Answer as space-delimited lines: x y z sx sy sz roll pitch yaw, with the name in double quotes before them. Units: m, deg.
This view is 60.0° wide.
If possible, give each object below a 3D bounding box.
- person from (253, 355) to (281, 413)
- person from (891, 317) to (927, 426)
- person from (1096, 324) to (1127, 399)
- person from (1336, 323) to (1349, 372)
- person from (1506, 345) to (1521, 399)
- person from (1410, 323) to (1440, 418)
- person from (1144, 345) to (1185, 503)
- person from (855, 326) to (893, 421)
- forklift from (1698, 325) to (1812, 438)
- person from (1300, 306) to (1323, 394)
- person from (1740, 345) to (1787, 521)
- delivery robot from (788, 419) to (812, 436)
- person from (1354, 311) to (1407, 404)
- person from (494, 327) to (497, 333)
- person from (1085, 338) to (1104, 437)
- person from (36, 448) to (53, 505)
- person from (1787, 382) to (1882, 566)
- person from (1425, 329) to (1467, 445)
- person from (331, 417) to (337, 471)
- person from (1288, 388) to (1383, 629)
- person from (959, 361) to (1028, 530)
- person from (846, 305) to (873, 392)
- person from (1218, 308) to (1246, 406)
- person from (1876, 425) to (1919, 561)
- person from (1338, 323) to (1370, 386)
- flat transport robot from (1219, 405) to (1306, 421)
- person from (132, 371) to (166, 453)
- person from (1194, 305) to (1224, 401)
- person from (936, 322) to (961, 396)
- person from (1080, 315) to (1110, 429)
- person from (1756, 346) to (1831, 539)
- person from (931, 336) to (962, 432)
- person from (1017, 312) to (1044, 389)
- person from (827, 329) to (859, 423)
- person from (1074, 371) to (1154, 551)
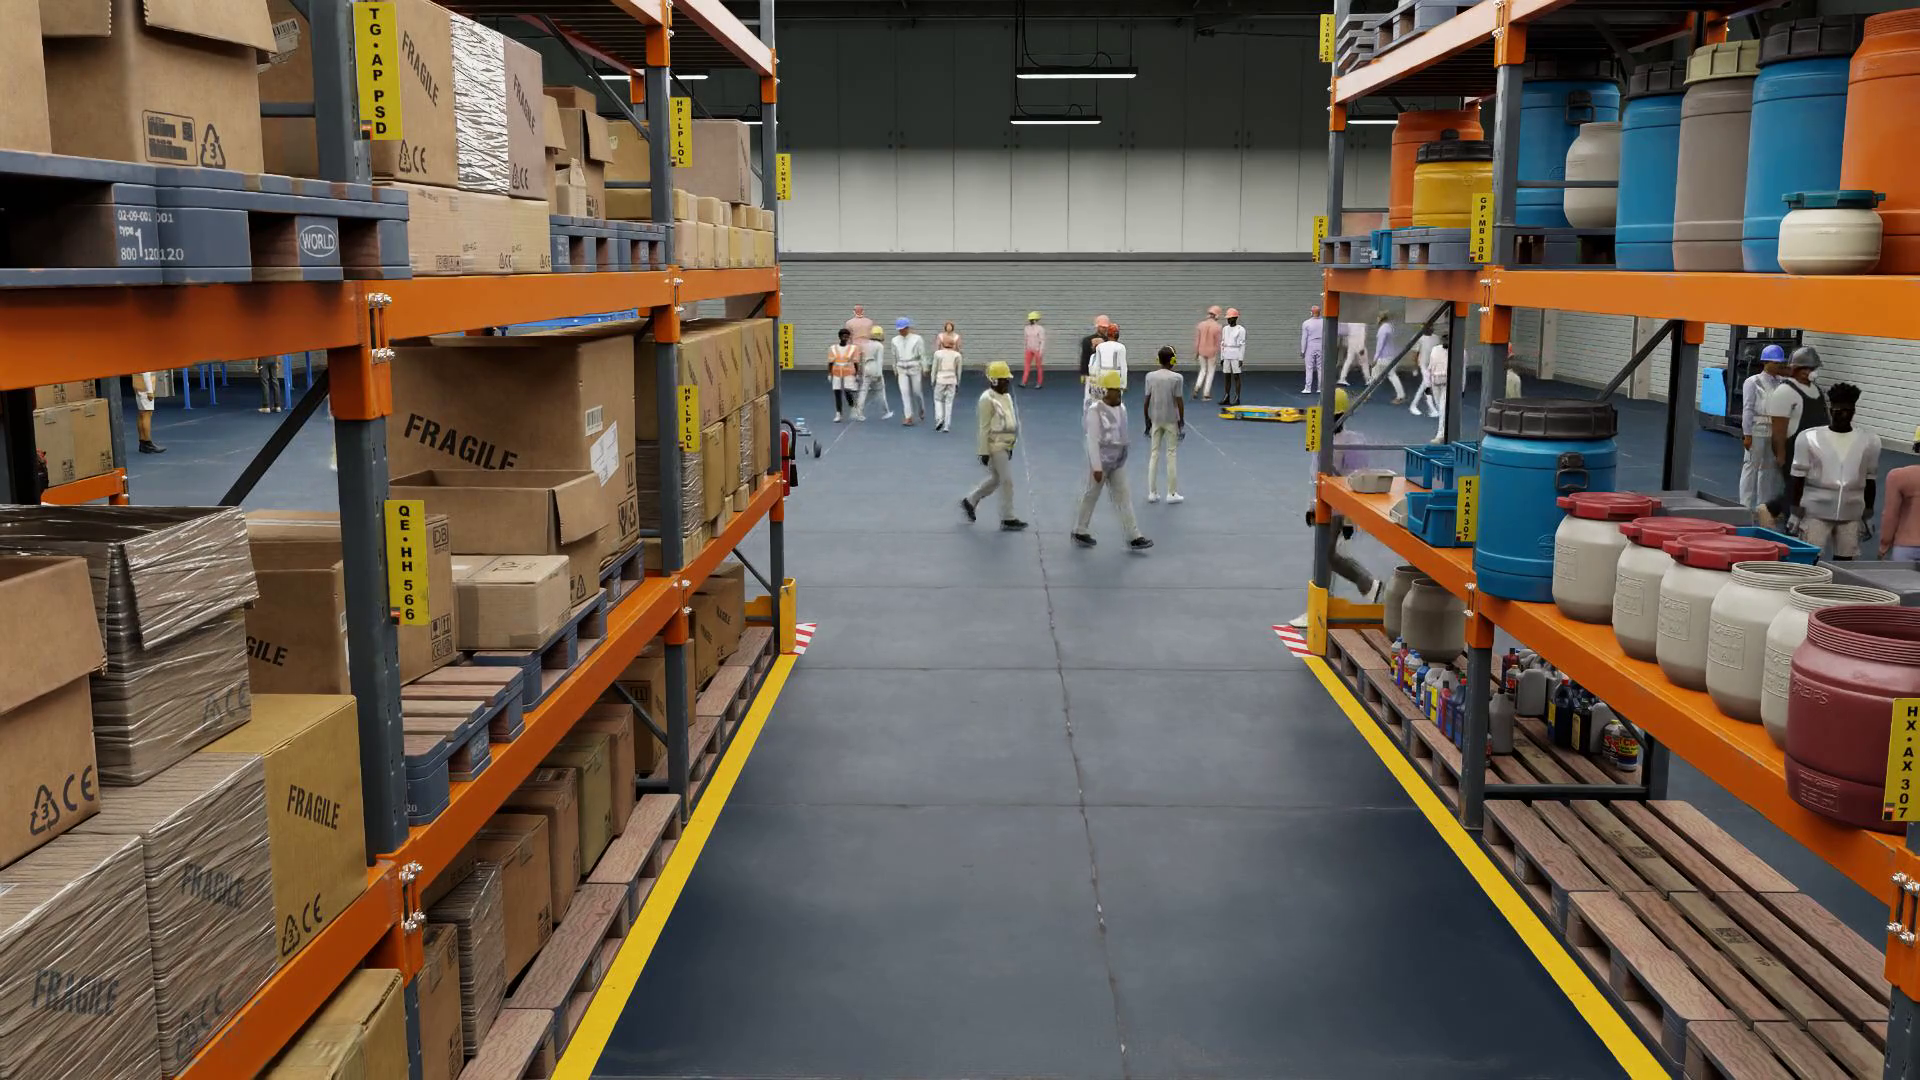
"person" -13.231 -3.352 31.723 0.345 1.841 0.506 7 12 35
"person" -0.866 -2.993 29.378 0.663 1.901 0.783 3 10 16
"person" 2.418 -2.489 26.426 0.575 1.883 0.355 8 12 40
"person" 9.949 -5.396 43.359 0.615 2.042 0.375 3 10 15
"person" 5.881 -1.188 18.328 0.518 1.979 0.644 8 12 40
"person" 8.710 -3.223 31.009 0.514 1.832 0.967 -5 11 -28
"person" 2.443 -1.385 19.859 0.533 1.868 0.310 5 11 29
"person" -1.584 -3.031 30.239 0.492 1.691 0.878 8 12 38
"forklift" 13.248 -3.165 27.620 1.129 2.768 1.873 0 9 1
"person" 7.723 -4.146 36.268 0.642 1.913 0.408 -2 10 -12
"person" 8.916 -1.185 18.422 0.605 1.948 0.385 -4 10 -21
"delivery robot" -2.361 -1.684 24.646 0.335 0.223 0.698 -2 10 -14
"person" 8.597 -3.700 33.712 1.060 1.889 0.629 3 10 16
"person" -7.662 -2.643 27.186 0.357 1.937 0.551 9 13 42
"person" 2.254 -2.463 27.007 0.314 1.635 0.517 -5 11 -26
"person" -4.906 0.441 8.879 0.576 1.882 0.355 0 9 -1
"person" 6.571 -0.209 12.525 0.613 1.962 0.367 2 10 14
"person" 7.741 -2.442 26.352 0.868 1.817 0.611 -7 12 -38
"person" -8.241 -1.683 22.512 0.904 1.576 0.508 4 10 21
"person" 2.982 -0.255 13.017 0.738 1.895 0.622 -2 10 -13
"person" 0.357 -1.034 17.941 0.792 1.805 0.598 4 10 23
"person" -2.240 -4.252 36.924 0.642 1.907 0.410 -4 10 -24
"person" 5.439 -3.668 33.320 0.356 1.936 0.551 -9 13 -43
"person" 6.687 0.046 11.589 0.535 1.767 0.317 3 10 15
"person" 9.223 -4.497 38.545 0.980 1.860 0.659 -4 10 -22
"flat transport robot" 5.525 -2.325 30.391 1.431 0.197 0.652 6 11 33
"person" -12.274 -2.292 25.079 0.354 1.939 0.544 -8 12 -39
"person" 5.157 -3.852 34.329 0.639 1.967 0.476 7 12 38
"person" -0.246 -3.846 35.439 0.514 1.595 0.873 1 10 7
"person" 2.319 -2.778 27.854 0.667 1.979 0.644 -2 10 -11
"person" 8.445 -0.944 16.828 0.692 2.000 0.672 -7 12 -36
"person" -0.235 -2.636 28.078 0.535 1.619 0.370 -2 10 -10
"person" 1.628 -4.260 37.483 0.551 1.718 0.880 6 11 31
"person" -2.098 -2.953 29.800 0.543 1.681 0.381 1 10 9
"person" 1.486 -0.790 16.553 0.949 1.781 0.613 9 13 43
